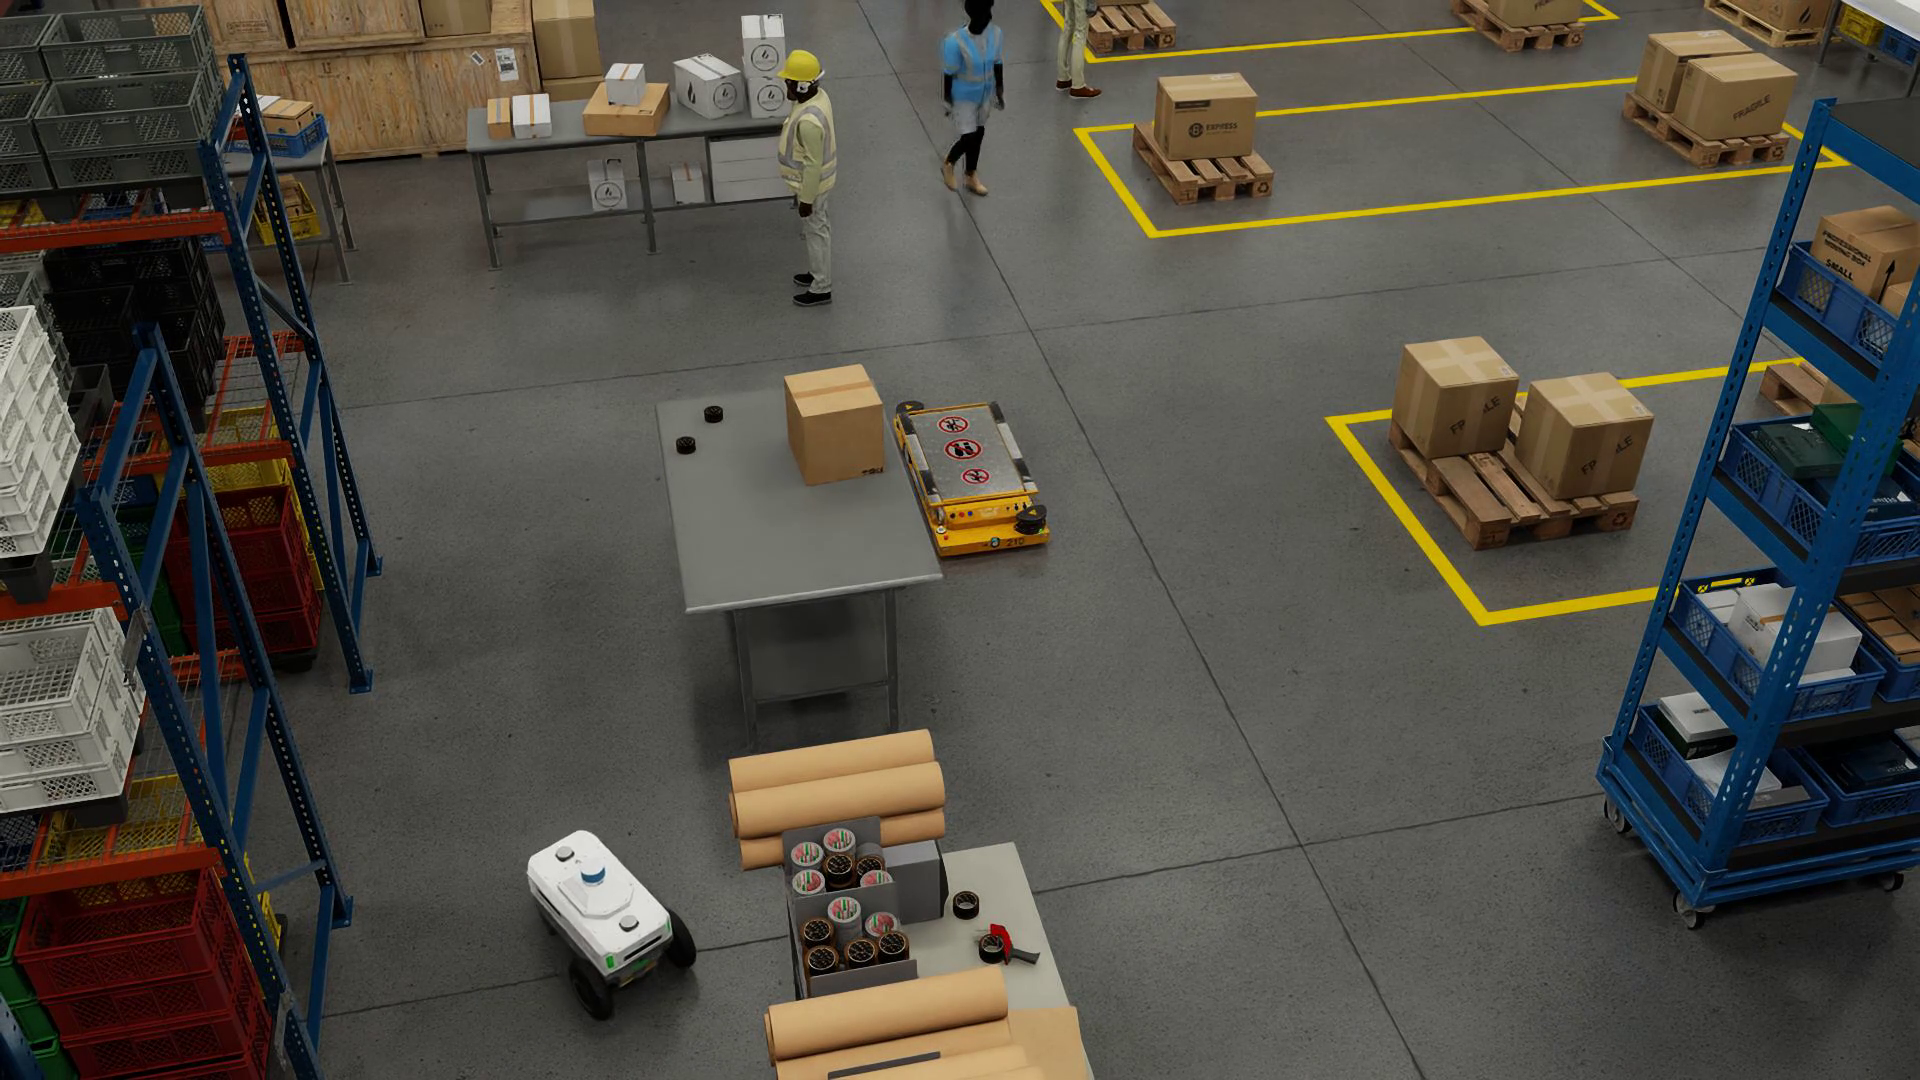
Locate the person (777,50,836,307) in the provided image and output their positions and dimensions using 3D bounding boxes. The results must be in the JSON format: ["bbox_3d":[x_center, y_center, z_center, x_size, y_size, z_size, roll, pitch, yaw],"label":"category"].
[{"bbox_3d":[-1.060,-2.524,11.624,0.404,1.833,0.590,-1,37,-2],"label":"person"}]

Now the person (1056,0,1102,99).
[{"bbox_3d":[1.065,-4.871,14.747,0.328,1.872,0.513,-18,40,-22],"label":"person"}]

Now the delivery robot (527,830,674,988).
[{"bbox_3d":[-1.547,1.559,7.123,0.477,0.478,0.707,-28,45,-32],"label":"delivery robot"}]

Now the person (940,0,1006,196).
[{"bbox_3d":[0.103,-3.479,13.037,0.537,1.681,0.366,-28,45,-33],"label":"person"}]

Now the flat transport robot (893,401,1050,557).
[{"bbox_3d":[0.046,-0.430,10.108,0.652,0.197,1.431,-8,37,-10],"label":"flat transport robot"}]
